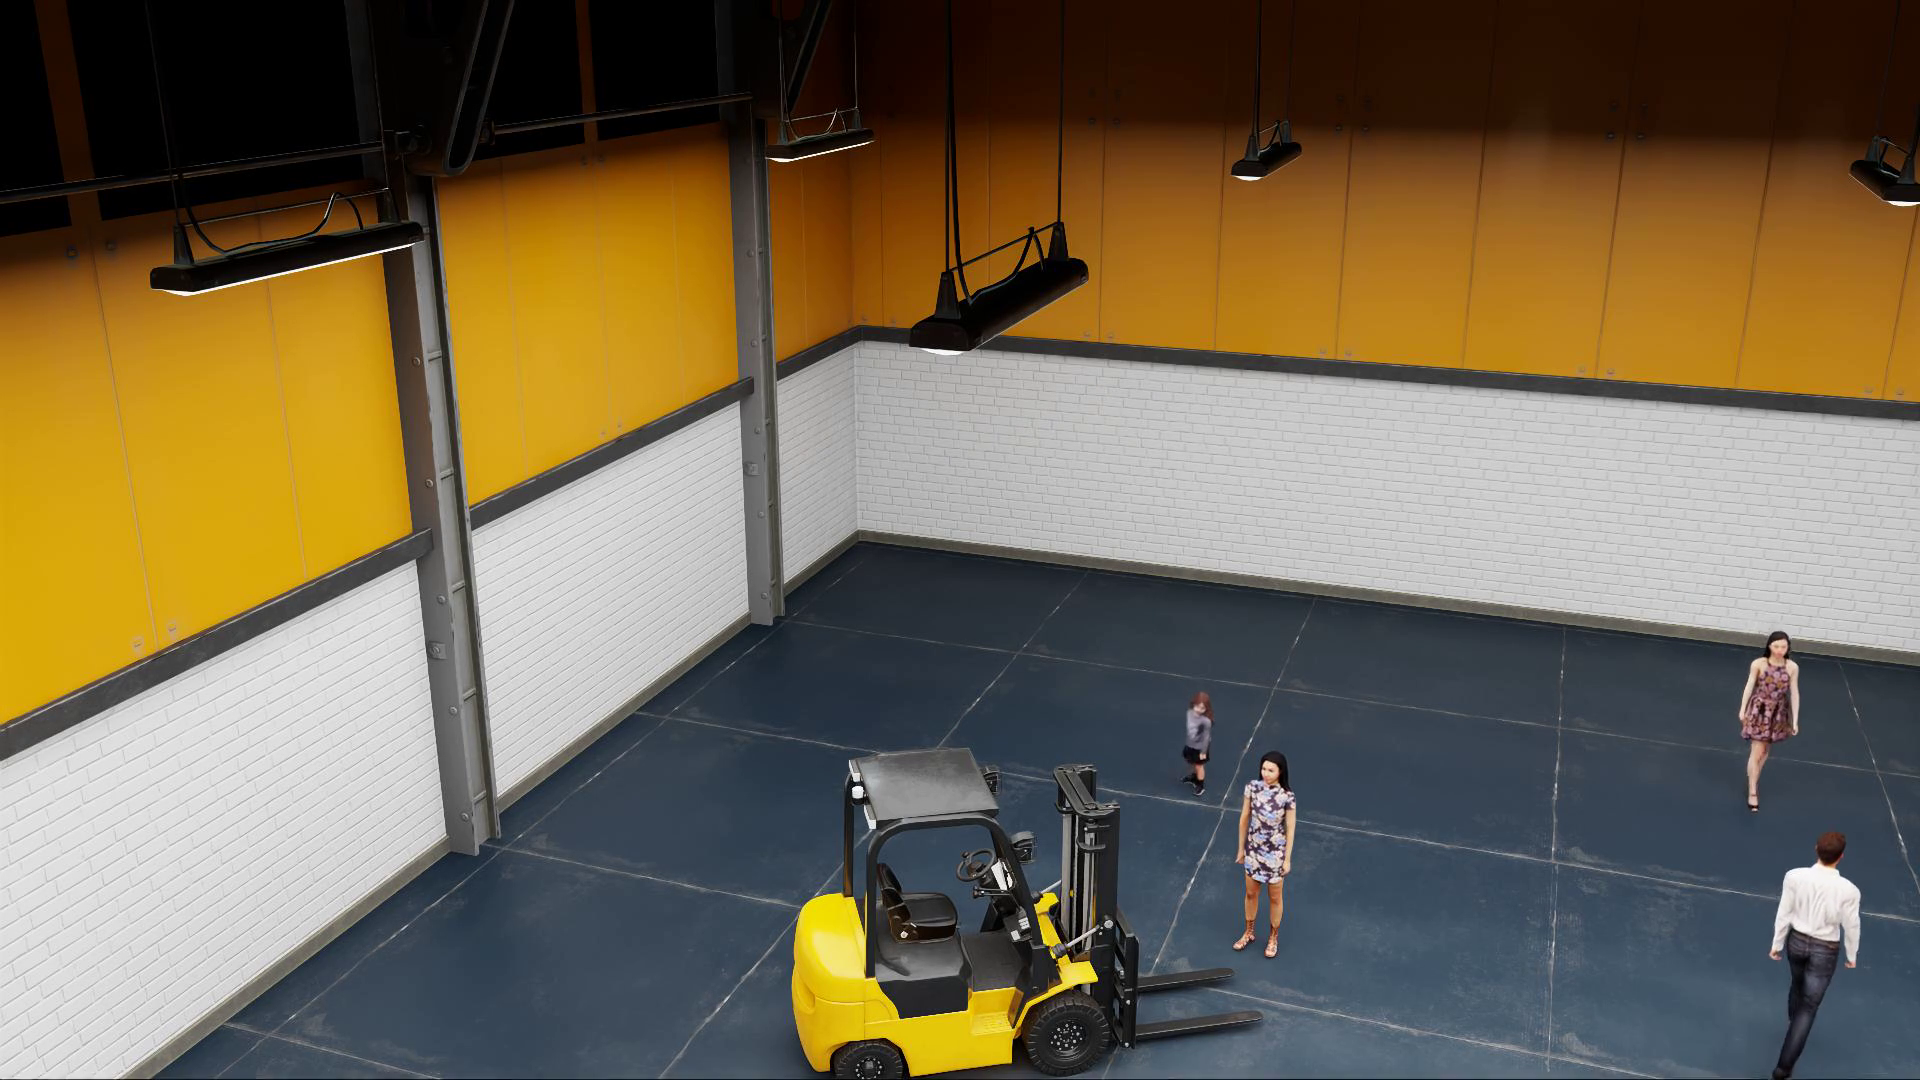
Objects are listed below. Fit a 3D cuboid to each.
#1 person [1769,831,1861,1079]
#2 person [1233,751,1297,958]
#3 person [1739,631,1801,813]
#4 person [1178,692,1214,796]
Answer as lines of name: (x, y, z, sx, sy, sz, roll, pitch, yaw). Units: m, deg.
person: (6.000, 2.968, 11.744, 1.006, 1.824, 1.313, 16, 24, 39)
person: (2.451, 2.493, 13.295, 0.617, 1.733, 0.556, 10, 21, 26)
person: (7.627, 1.656, 15.758, 0.710, 1.748, 0.908, 3, 19, 8)
person: (2.285, 1.934, 15.977, 0.655, 1.081, 0.627, -7, 20, -19)
